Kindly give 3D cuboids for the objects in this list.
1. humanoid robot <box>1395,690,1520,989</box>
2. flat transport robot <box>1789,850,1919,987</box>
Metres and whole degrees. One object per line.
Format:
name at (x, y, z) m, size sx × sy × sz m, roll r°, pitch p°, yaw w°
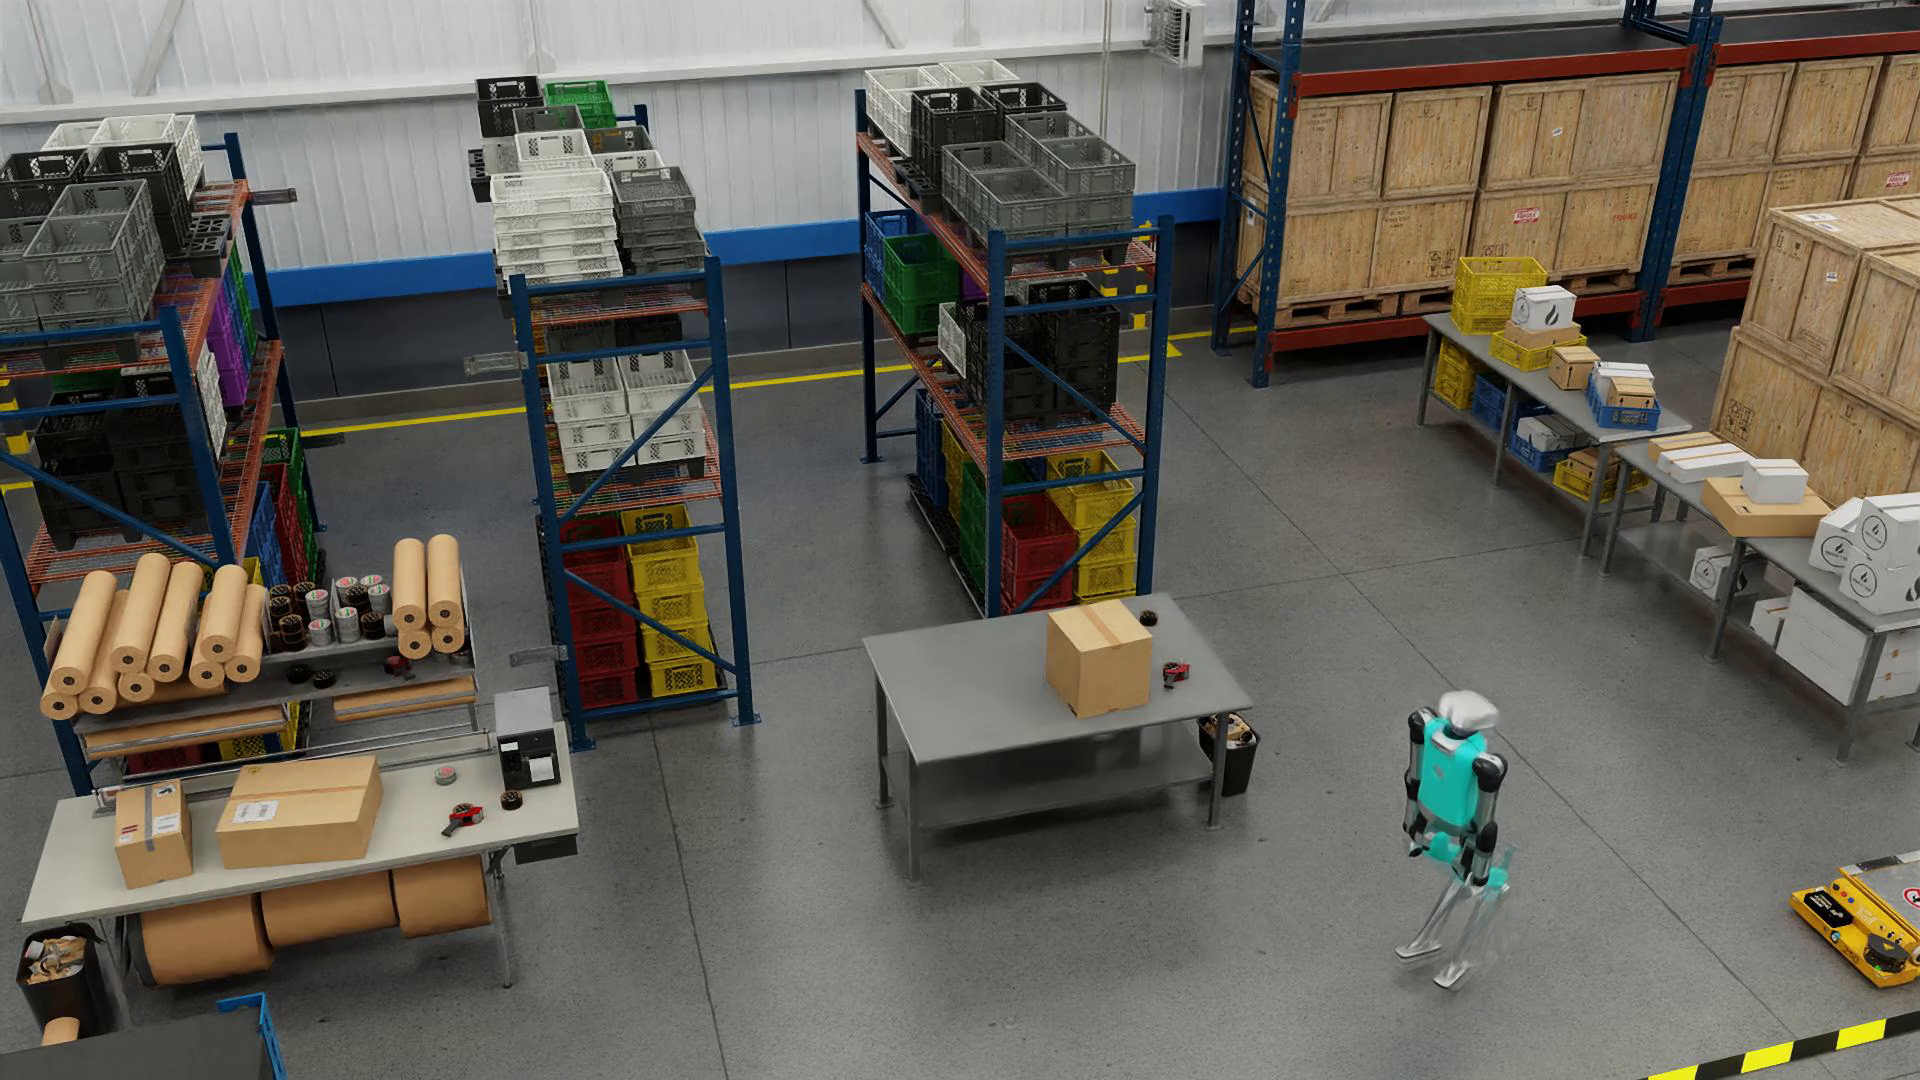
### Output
humanoid robot at (2.469, 1.384, 7.980) m, size 0.735 × 1.677 × 0.533 m, roll -17°, pitch 33°, yaw -27°
flat transport robot at (5.163, 1.916, 8.676) m, size 1.431 × 0.231 × 0.659 m, roll -8°, pitch 30°, yaw -14°
